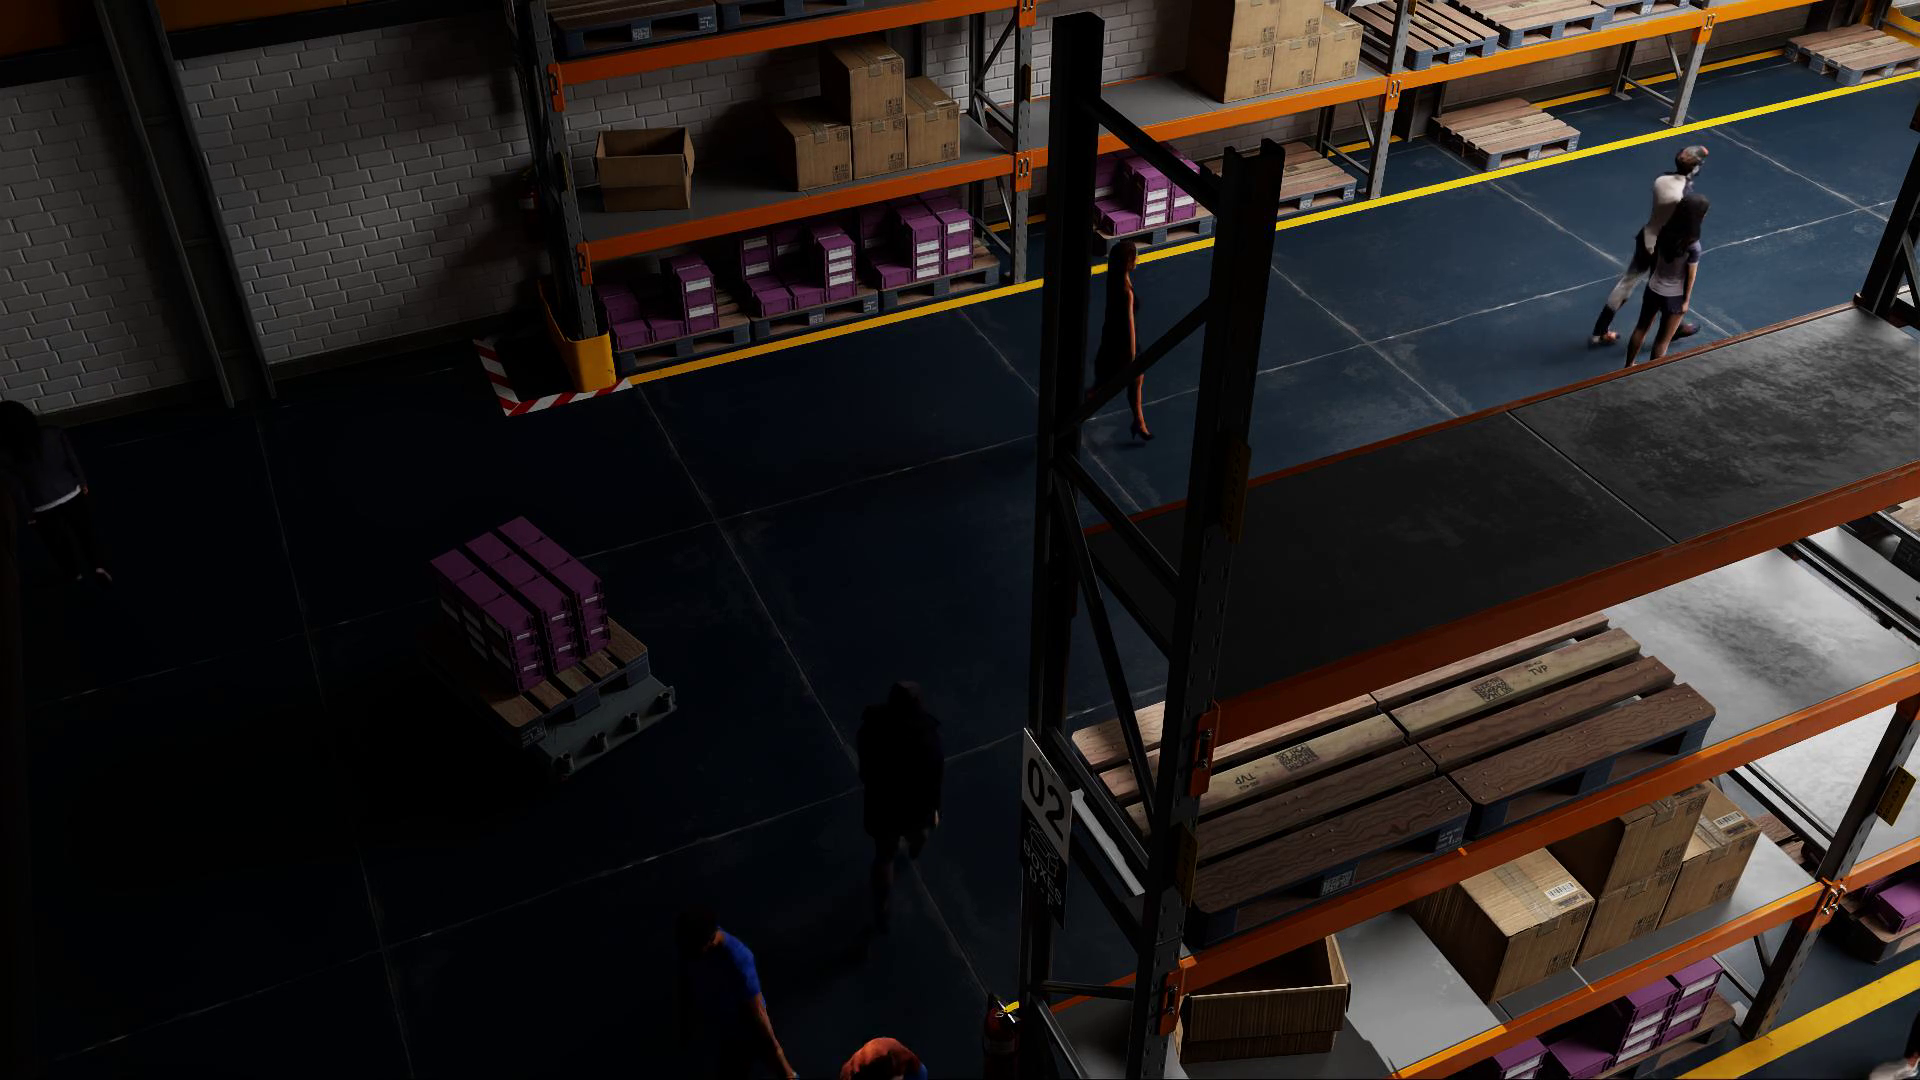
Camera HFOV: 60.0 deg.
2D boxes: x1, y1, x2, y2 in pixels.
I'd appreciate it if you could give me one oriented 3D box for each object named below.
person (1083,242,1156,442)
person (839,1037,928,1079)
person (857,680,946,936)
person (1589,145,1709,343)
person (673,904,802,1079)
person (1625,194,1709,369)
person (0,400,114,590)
[{"bbox_3d":[1.126,-1.441,12.810,1.198,1.798,0.777,-7,39,-8],"label":"person"},{"bbox_3d":[-0.385,2.719,7.631,1.089,1.762,0.835,-10,40,-12],"label":"person"},{"bbox_3d":[-0.362,1.503,9.260,1.155,1.629,1.174,9,40,11],"label":"person"},{"bbox_3d":[5.806,-2.431,14.016,1.237,1.841,0.815,-10,40,-12],"label":"person"},{"bbox_3d":[-1.024,2.286,8.132,0.905,1.813,1.205,29,47,31],"label":"person"},{"bbox_3d":[5.804,-2.055,13.652,0.518,1.707,0.589,-17,42,-20],"label":"person"},{"bbox_3d":[-6.290,-0.284,11.536,0.884,1.581,0.850,-28,46,-30],"label":"person"}]
